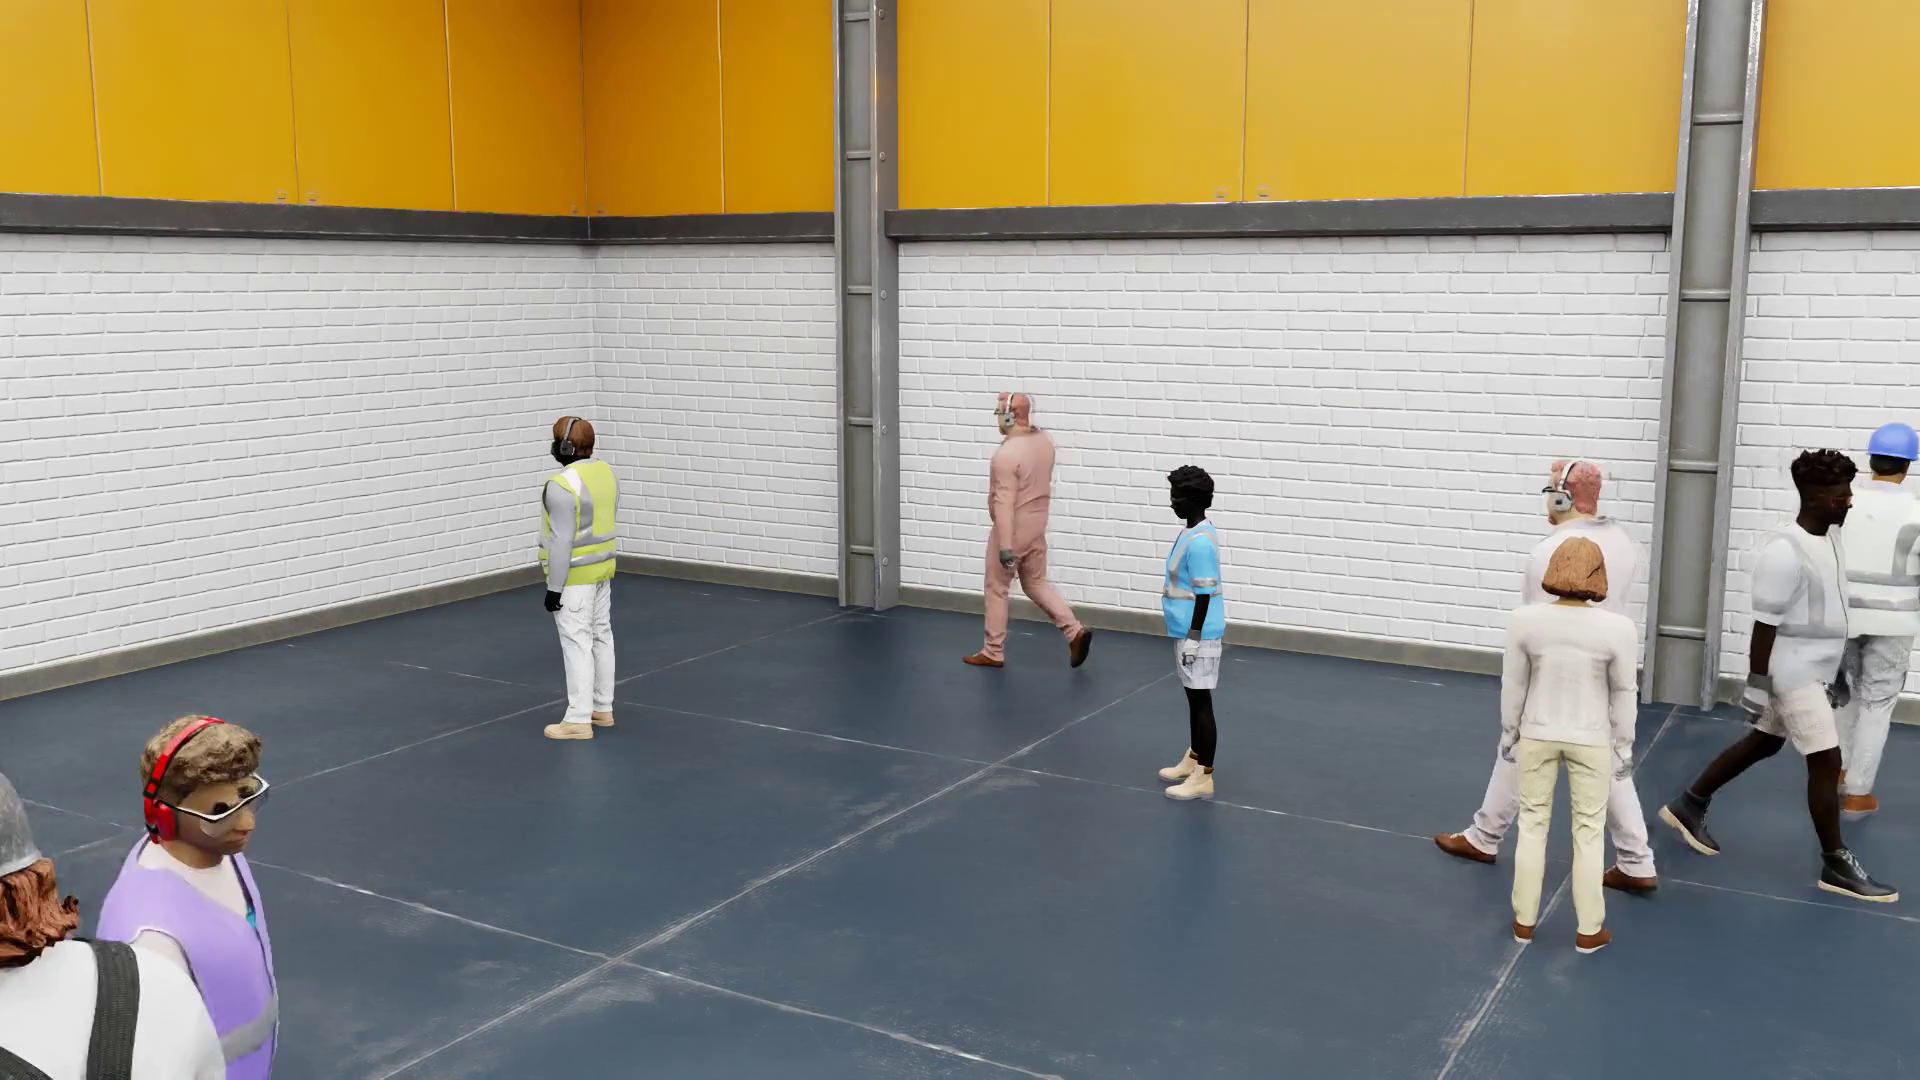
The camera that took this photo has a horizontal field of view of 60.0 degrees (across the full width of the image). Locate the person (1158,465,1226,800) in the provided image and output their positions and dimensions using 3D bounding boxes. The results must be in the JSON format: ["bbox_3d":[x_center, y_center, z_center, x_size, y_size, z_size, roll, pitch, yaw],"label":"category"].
[{"bbox_3d":[1.179,0.462,8.420,0.319,1.693,0.533,1,9,3],"label":"person"}]

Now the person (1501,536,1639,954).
[{"bbox_3d":[2.374,0.797,6.516,0.507,1.632,0.265,5,10,28],"label":"person"}]

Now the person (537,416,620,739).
[{"bbox_3d":[-2.191,0.211,9.518,0.429,1.846,0.625,3,9,16],"label":"person"}]

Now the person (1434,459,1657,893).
[{"bbox_3d":[2.616,0.573,7.219,0.654,1.860,0.964,-6,11,-32],"label":"person"}]

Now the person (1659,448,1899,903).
[{"bbox_3d":[3.586,0.538,7.264,1.010,1.922,0.617,8,12,42],"label":"person"}]

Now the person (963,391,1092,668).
[{"bbox_3d":[0.449,-0.052,11.055,0.809,1.878,0.649,7,11,35],"label":"person"}]

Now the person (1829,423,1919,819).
[{"bbox_3d":[4.533,0.384,8.174,0.697,1.925,0.623,-8,12,-41],"label":"person"}]

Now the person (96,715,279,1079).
[{"bbox_3d":[-1.611,1.224,3.356,0.518,1.811,0.612,-3,10,-17],"label":"person"}]
